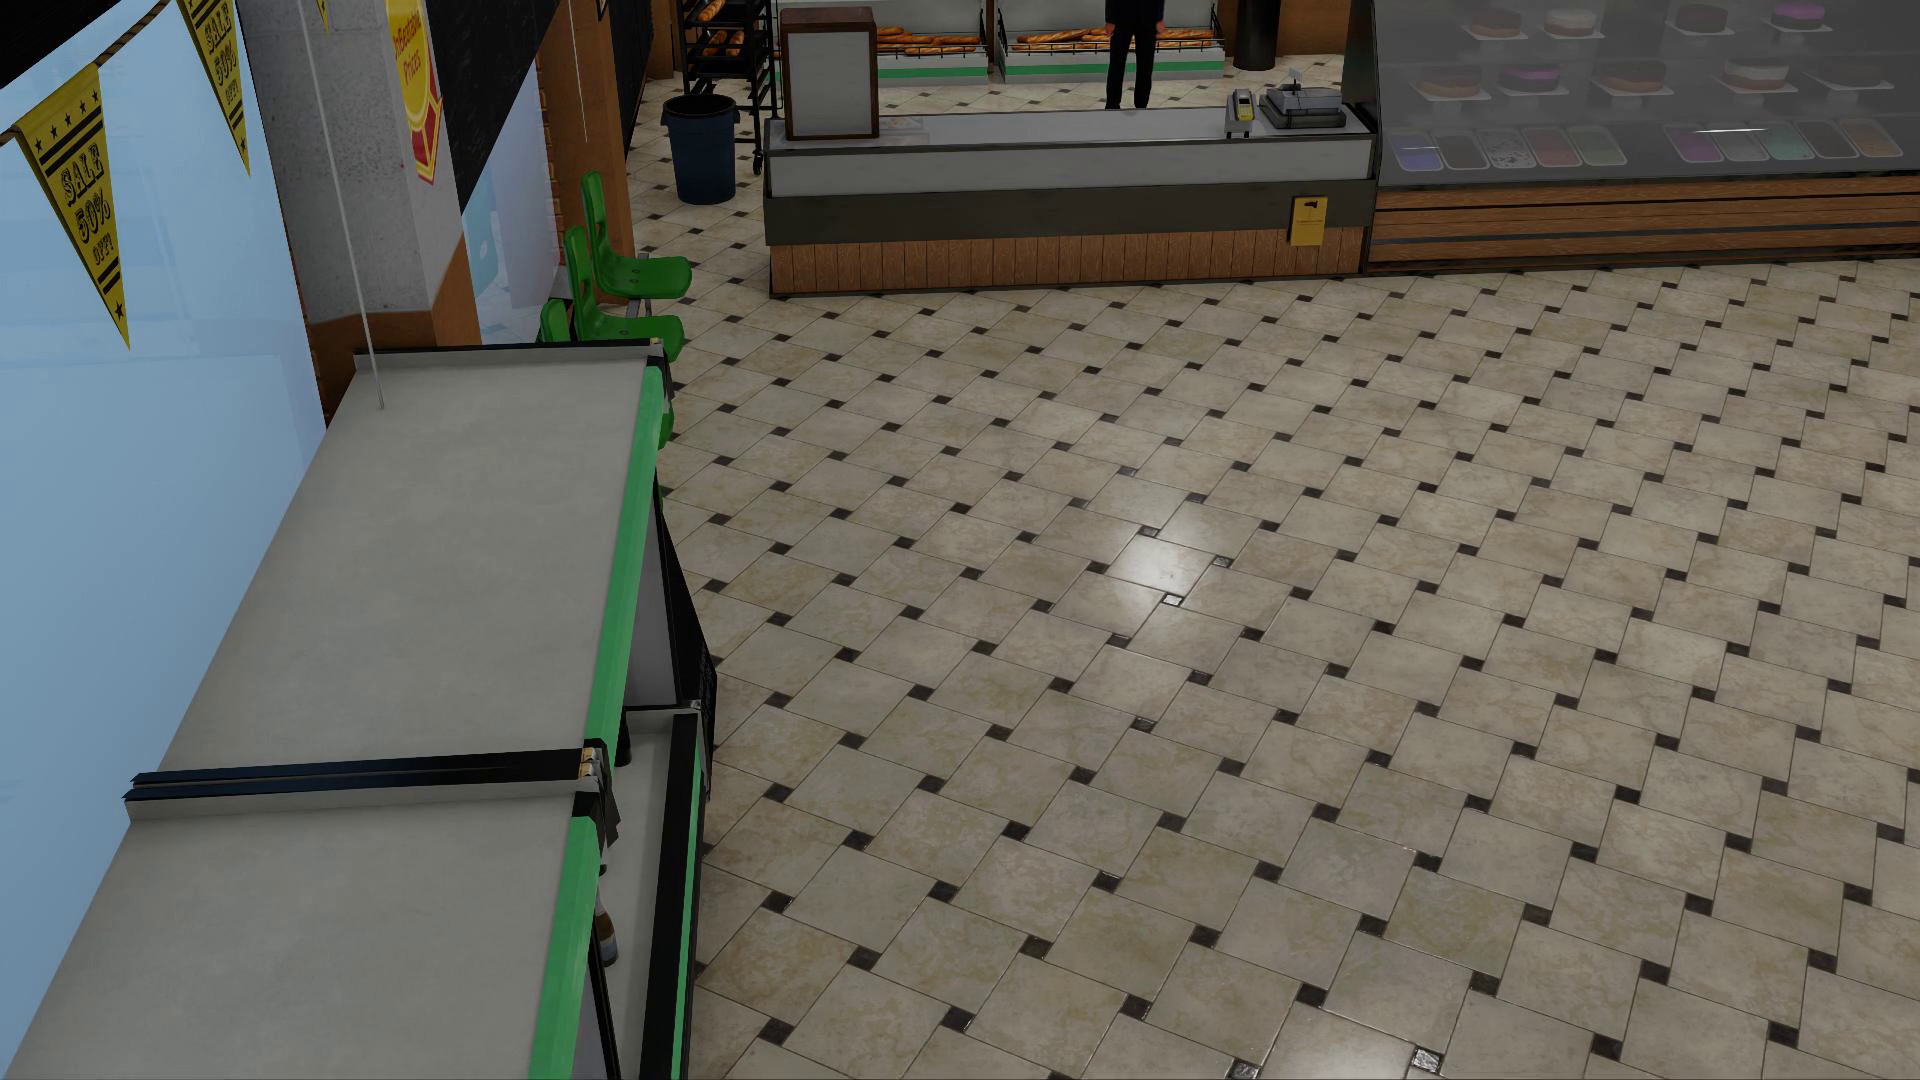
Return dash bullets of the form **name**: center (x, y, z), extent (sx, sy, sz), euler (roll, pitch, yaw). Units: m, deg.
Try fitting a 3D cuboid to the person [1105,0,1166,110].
- **person**: center (1.423, -4.239, 13.467), extent (0.633, 1.867, 0.551), euler (-3, 32, -4)
